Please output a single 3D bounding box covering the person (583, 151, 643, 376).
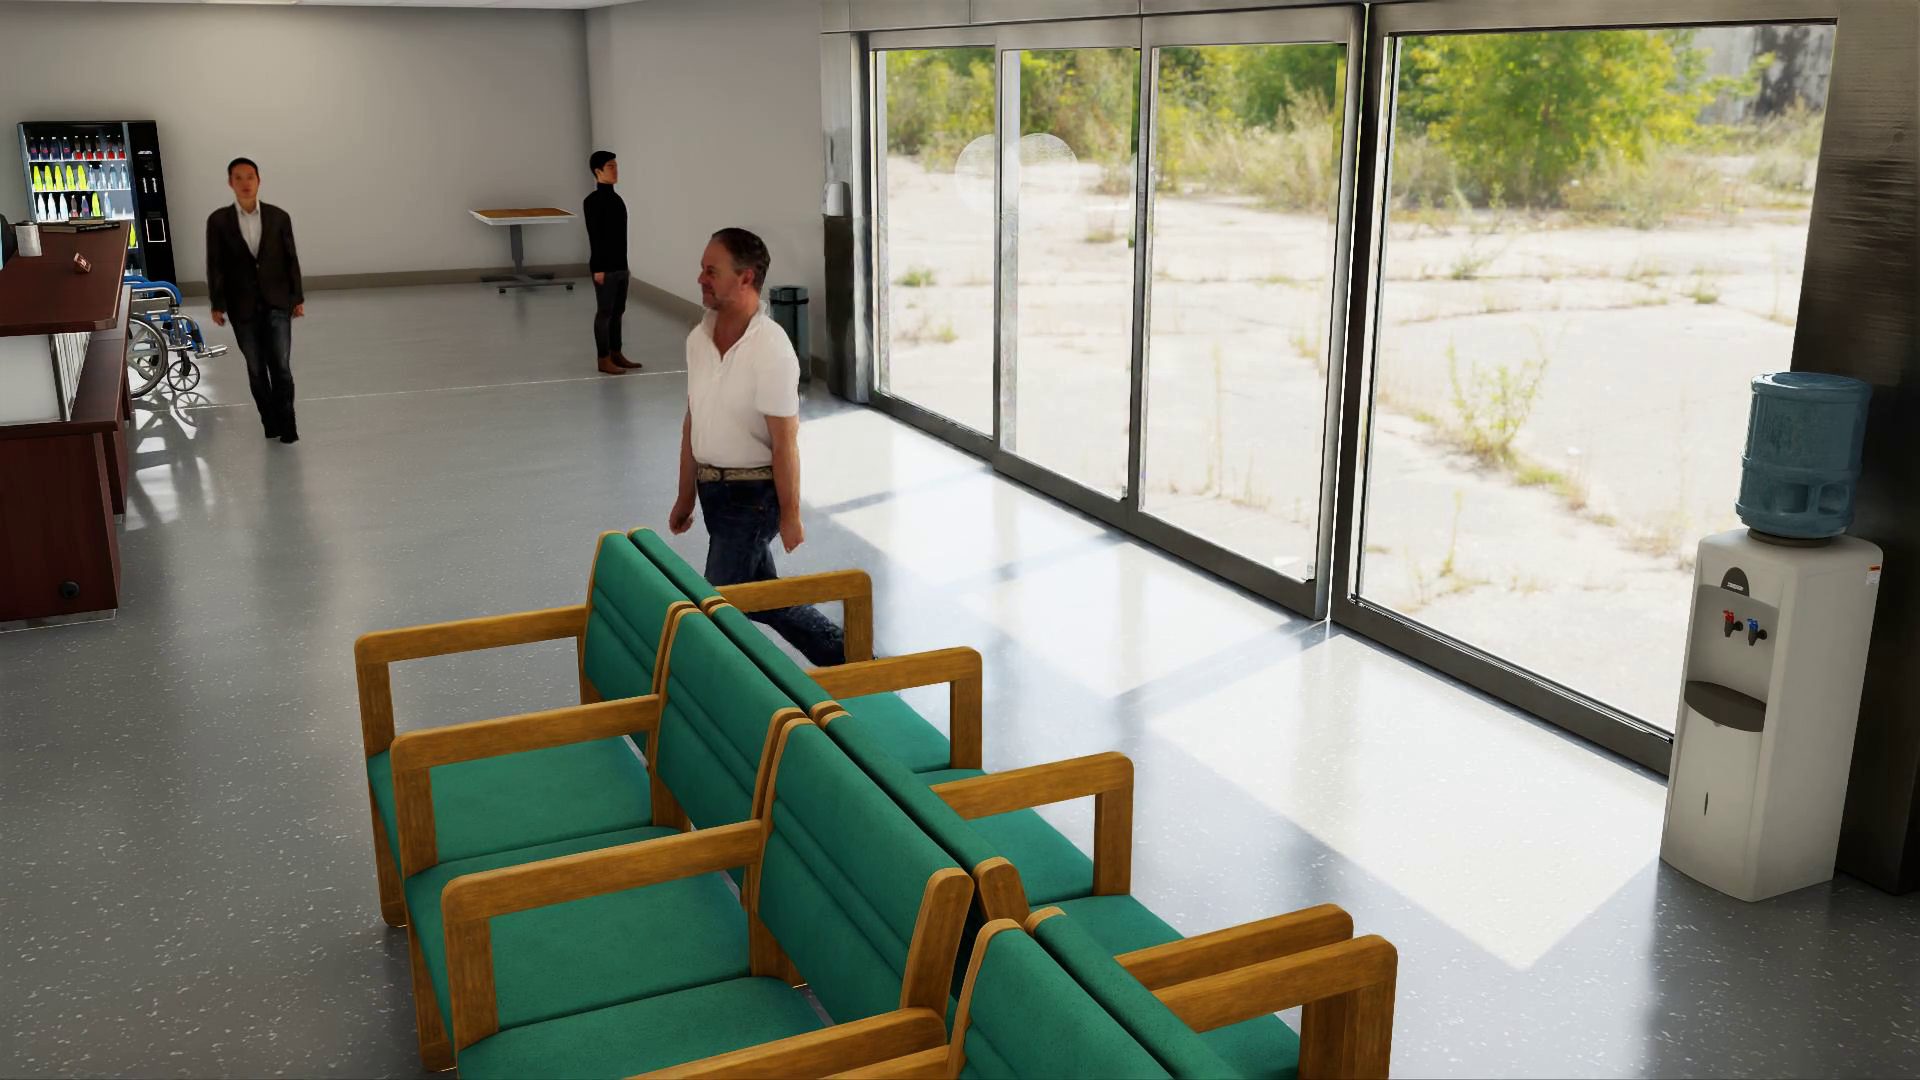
[{"bbox_3d":[-2.769,-2.195,13.138,0.761,1.723,0.720,4,16,15],"label":"person"}]

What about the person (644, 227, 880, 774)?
[{"bbox_3d":[-0.630,-0.116,5.580,1.257,1.823,0.781,-10,19,-32],"label":"person"}]

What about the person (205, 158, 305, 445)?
[{"bbox_3d":[-4.473,-1.506,10.591,0.927,1.779,0.777,-7,17,-22],"label":"person"}]
